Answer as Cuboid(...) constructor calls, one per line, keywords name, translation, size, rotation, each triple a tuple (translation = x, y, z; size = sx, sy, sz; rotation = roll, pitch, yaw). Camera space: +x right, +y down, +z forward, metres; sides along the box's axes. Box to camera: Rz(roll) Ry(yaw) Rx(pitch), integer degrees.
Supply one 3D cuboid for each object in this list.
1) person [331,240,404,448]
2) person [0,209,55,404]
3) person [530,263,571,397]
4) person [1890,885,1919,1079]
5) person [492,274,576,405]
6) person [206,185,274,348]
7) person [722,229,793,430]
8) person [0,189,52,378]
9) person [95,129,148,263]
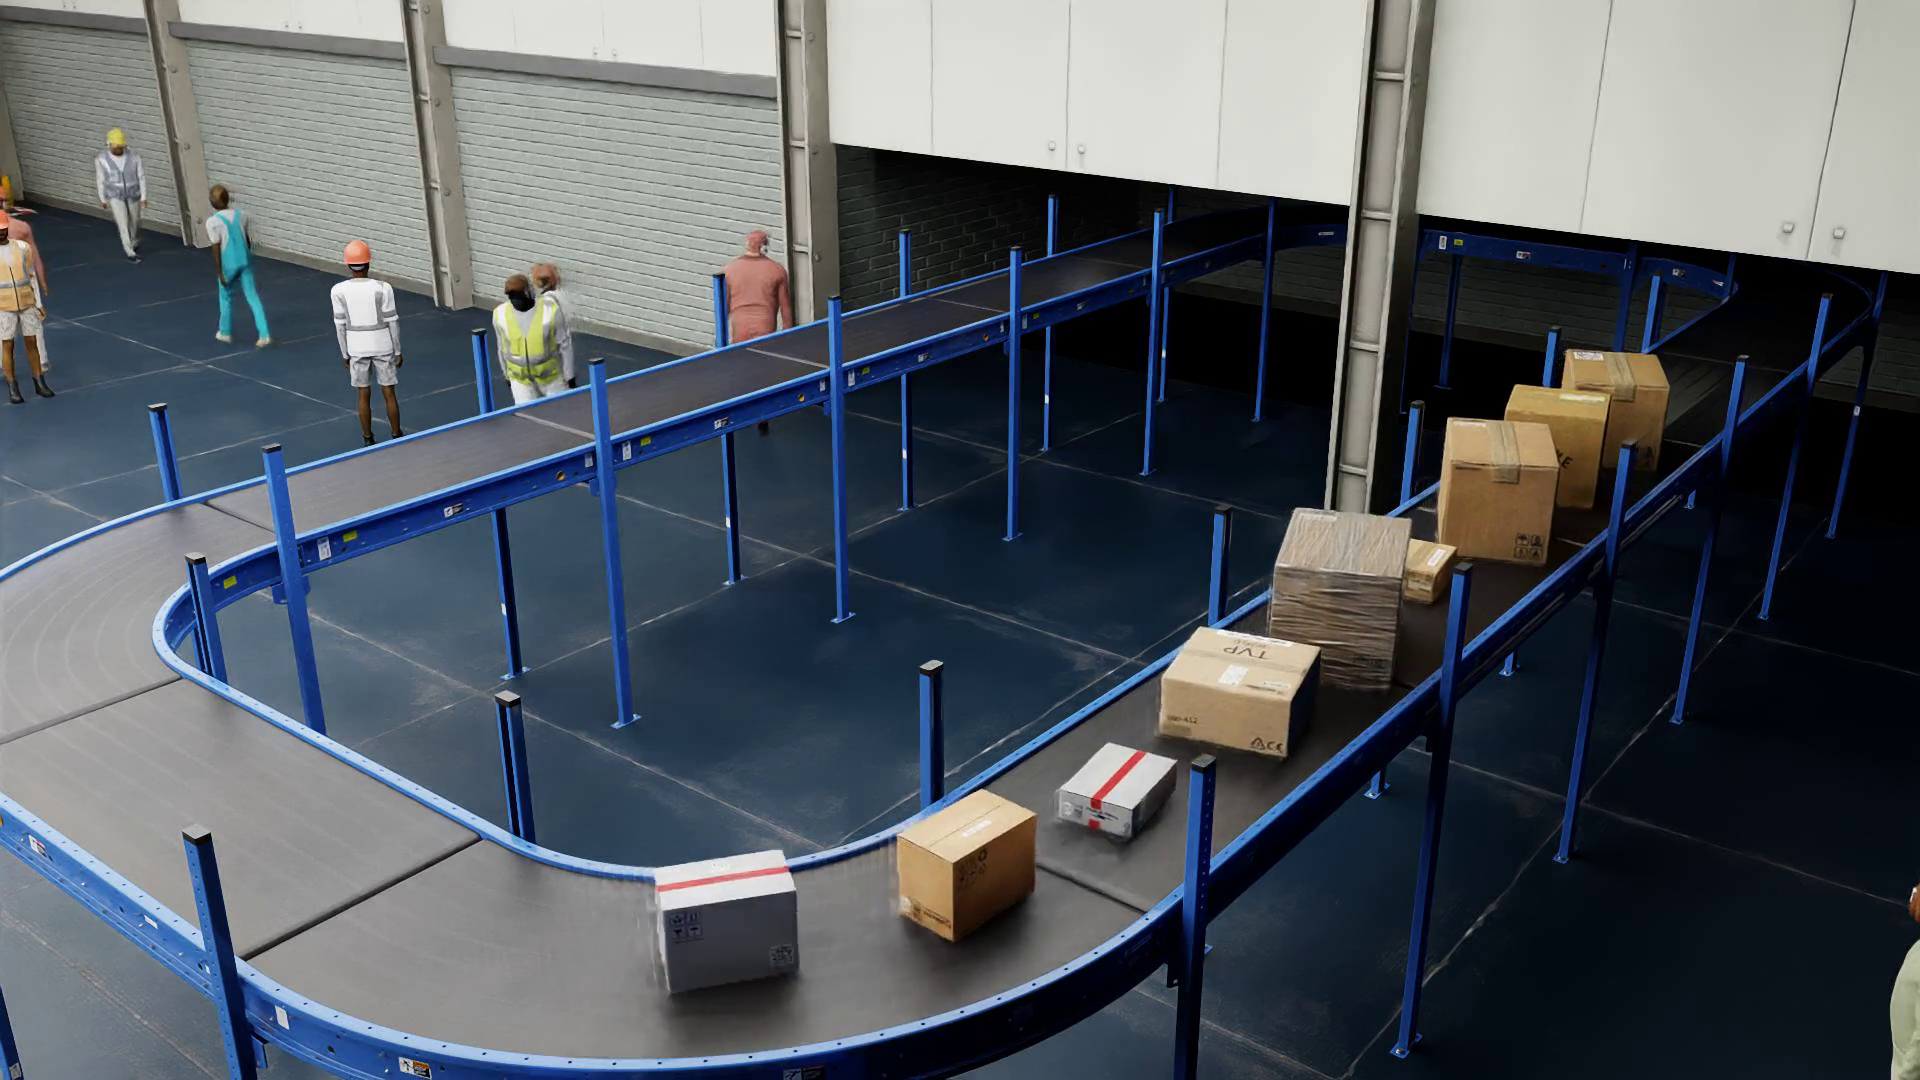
Cuboid(name="person", translation=(-5.283, -1.720, 14.918), size=(0.545, 1.938, 0.361), rotation=(-4, 22, -9))
Cuboid(name="person", translation=(-9.355, -2.324, 16.453), size=(0.375, 1.935, 0.551), rotation=(19, 28, 40))
Cuboid(name="person", translation=(-3.801, -1.780, 15.483), size=(0.390, 1.620, 0.548), rotation=(-2, 22, -5))
Cuboid(name="person", translation=(3.522, 1.897, 6.136), size=(0.286, 1.633, 0.500), rotation=(16, 26, 35))
Cuboid(name="person", translation=(-3.662, -1.460, 14.441), size=(0.654, 1.815, 0.700), rotation=(-1, 22, -3))
Cuboid(name="person", translation=(-8.044, -3.035, 18.453), size=(0.945, 1.804, 0.510), rotation=(18, 27, 37))
Cuboid(name="person", translation=(-1.933, -1.984, 15.700), size=(0.705, 1.861, 0.845), rotation=(0, 21, 0))
Cuboid(name="person", translation=(-9.938, -2.659, 17.274), size=(0.837, 1.964, 0.602), rotation=(-17, 27, -36))
Cuboid(name="person", translation=(-11.472, -4.738, 22.779), size=(0.595, 1.802, 0.804), rotation=(-15, 26, -33))
